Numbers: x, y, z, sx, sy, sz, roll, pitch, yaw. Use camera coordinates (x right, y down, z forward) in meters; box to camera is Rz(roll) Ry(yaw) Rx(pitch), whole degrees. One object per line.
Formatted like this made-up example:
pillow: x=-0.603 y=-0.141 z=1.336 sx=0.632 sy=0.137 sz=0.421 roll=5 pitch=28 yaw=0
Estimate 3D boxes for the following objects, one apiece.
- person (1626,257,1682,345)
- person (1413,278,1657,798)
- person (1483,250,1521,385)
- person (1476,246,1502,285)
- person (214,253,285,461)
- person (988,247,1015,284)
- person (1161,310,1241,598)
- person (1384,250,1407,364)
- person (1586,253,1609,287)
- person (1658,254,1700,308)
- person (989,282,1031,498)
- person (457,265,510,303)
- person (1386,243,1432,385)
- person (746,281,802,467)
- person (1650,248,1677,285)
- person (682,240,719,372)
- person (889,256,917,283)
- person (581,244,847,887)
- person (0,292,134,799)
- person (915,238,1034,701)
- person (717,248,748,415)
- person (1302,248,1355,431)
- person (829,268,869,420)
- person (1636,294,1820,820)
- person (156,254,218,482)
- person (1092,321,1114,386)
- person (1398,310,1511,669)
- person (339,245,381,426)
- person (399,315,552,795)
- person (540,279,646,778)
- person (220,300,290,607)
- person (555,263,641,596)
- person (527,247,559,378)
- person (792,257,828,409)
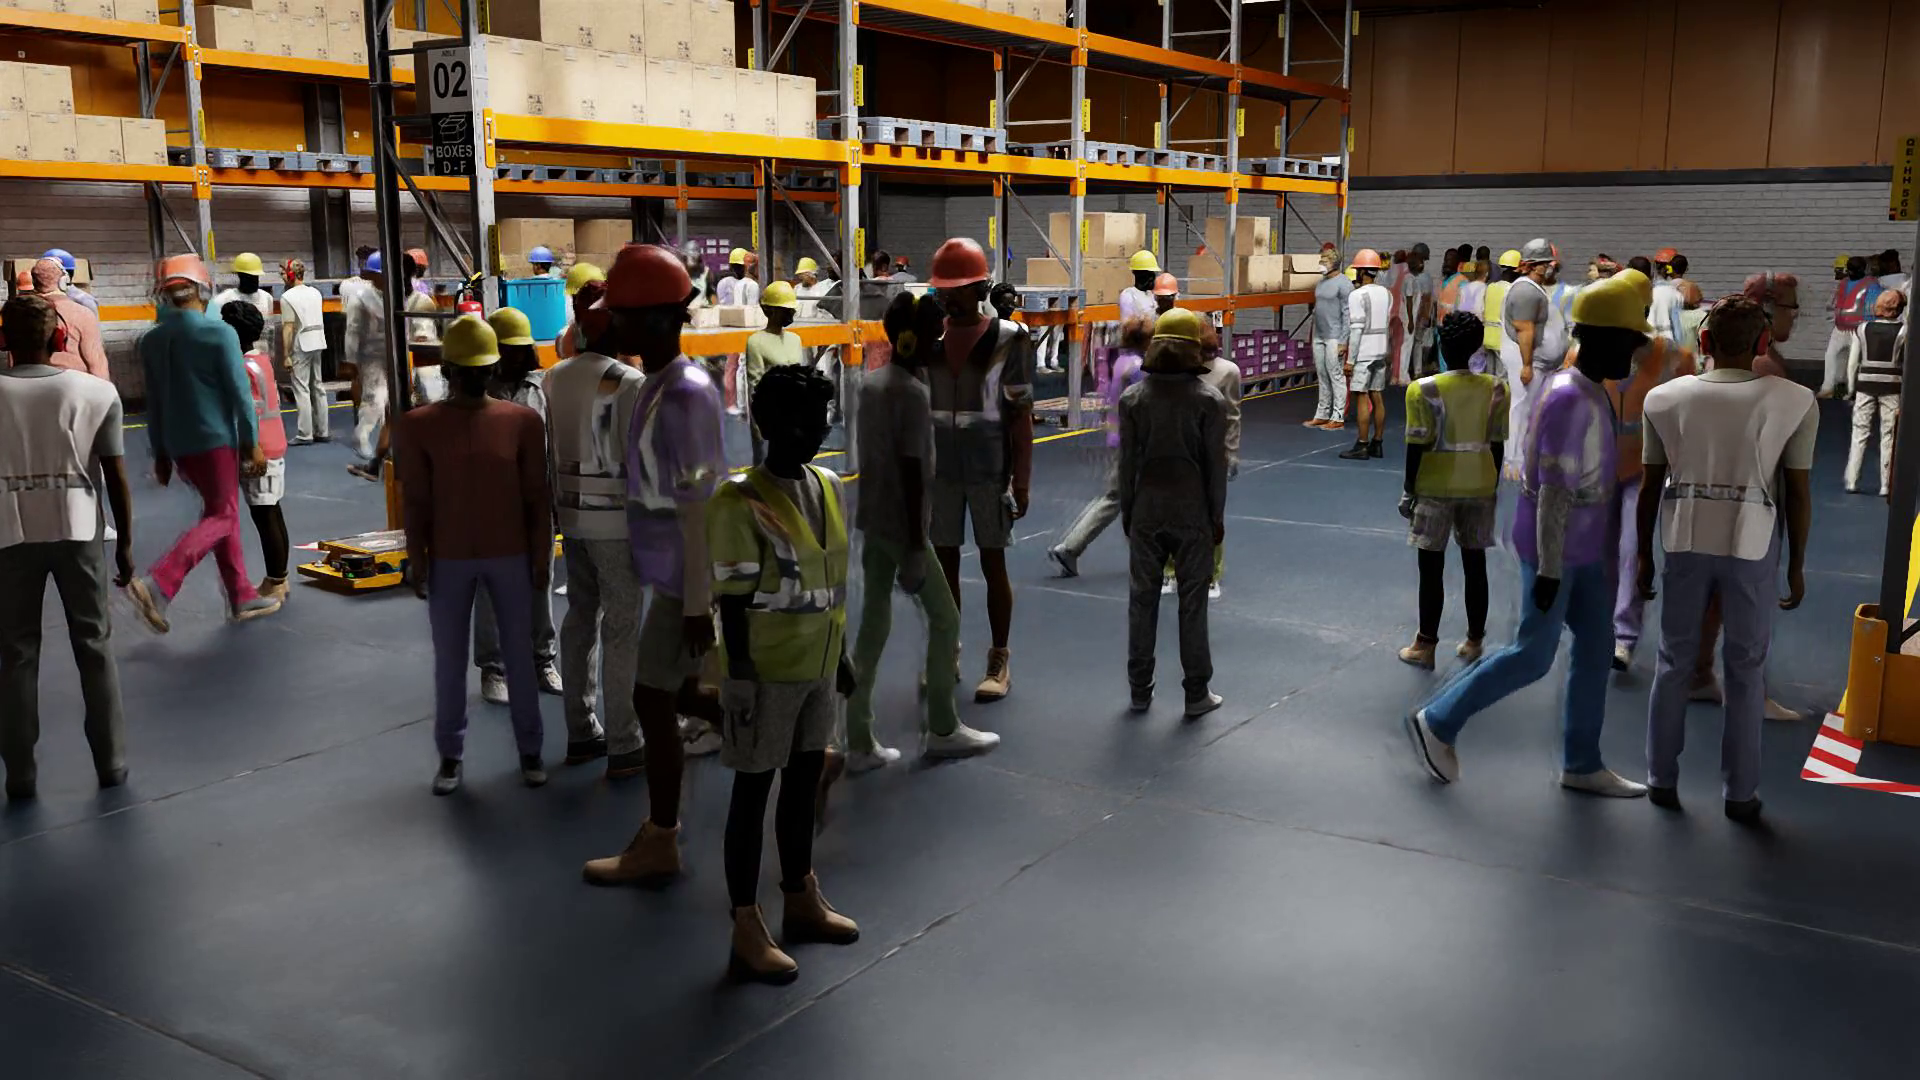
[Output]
person: x=6.478 y=-1.742 z=15.783 sx=0.605 sy=1.858 sz=0.835 roll=-4 pitch=11 yaw=-21
person: x=2.110 y=-0.003 z=6.048 sx=0.796 sy=1.895 sz=0.600 roll=7 pitch=12 yaw=33
person: x=5.582 y=-2.002 z=17.079 sx=0.391 sy=1.919 sz=0.581 roll=-4 pitch=11 yaw=-20
person: x=8.366 y=-3.734 z=26.636 sx=0.625 sy=1.933 sz=0.374 roll=-4 pitch=11 yaw=-22
person: x=-6.383 y=-1.626 z=14.994 sx=0.623 sy=1.901 sz=0.606 roll=7 pitch=12 yaw=35
person: x=0.544 y=-3.013 z=22.584 sx=0.406 sy=1.947 sz=0.606 roll=1 pitch=10 yaw=8
person: x=1.335 y=-0.486 z=9.459 sx=0.506 sy=1.631 sz=0.268 roll=3 pitch=11 yaw=17
person: x=7.155 y=-3.798 z=27.187 sx=0.586 sy=1.875 sz=0.428 roll=2 pitch=10 yaw=9
person: x=10.287 y=-3.669 z=26.623 sx=0.631 sy=1.813 sz=0.480 roll=0 pitch=10 yaw=-1
person: x=8.137 y=-2.318 z=18.983 sx=0.509 sy=1.863 sz=0.326 roll=0 pitch=10 yaw=2
person: x=0.330 y=-1.142 z=12.911 sx=0.532 sy=1.696 sz=0.319 roll=-6 pitch=12 yaw=-32
person: x=-5.221 y=-2.237 z=18.396 sx=0.639 sy=1.910 sz=0.406 roll=-5 pitch=11 yaw=-25
person: x=6.337 y=-3.200 z=23.364 sx=0.817 sy=2.000 sz=0.739 roll=-7 pitch=12 yaw=-33
person: x=-1.170 y=-0.784 z=10.755 sx=0.340 sy=1.762 sz=0.525 roll=7 pitch=12 yaw=33
person: x=8.178 y=-2.434 z=19.437 sx=0.386 sy=1.929 sz=0.543 roll=3 pitch=11 yaw=14
person: x=-3.431 y=-2.838 z=21.357 sx=0.705 sy=2.000 sz=0.536 roll=0 pitch=10 yaw=-1
person: x=-0.985 y=-3.948 z=28.307 sx=0.564 sy=1.748 sz=0.339 roll=1 pitch=10 yaw=3
person: x=-0.787 y=0.090 z=5.229 sx=0.796 sy=2.020 sz=0.610 roll=-3 pitch=11 yaw=-15
person: x=-3.326 y=0.025 z=6.076 sx=0.562 sy=1.835 sz=0.396 roll=-6 pitch=12 yaw=-28
person: x=0.017 y=-0.300 z=7.334 sx=0.611 sy=2.032 sz=0.411 roll=4 pitch=11 yaw=20
person: x=-2.558 y=-2.428 z=19.399 sx=0.369 sy=1.925 sz=0.595 roll=8 pitch=13 yaw=37
person: x=3.943 y=-2.134 z=17.741 sx=0.359 sy=1.937 sz=0.635 roll=-4 pitch=11 yaw=-21
person: x=-1.135 y=-2.185 z=18.117 sx=0.598 sy=1.908 sz=0.401 roll=-4 pitch=11 yaw=-23
person: x=2.661 y=0.065 z=5.844 sx=0.560 sy=1.836 sz=0.394 roll=6 pitch=12 yaw=32
person: x=-6.416 y=-1.443 z=13.997 sx=0.407 sy=1.908 sz=0.641 roll=1 pitch=10 yaw=8
person: x=2.056 y=-2.982 z=22.914 sx=0.526 sy=1.768 sz=0.331 roll=-4 pitch=11 yaw=-21
person: x=2.326 y=-0.230 z=7.862 sx=0.535 sy=1.697 sz=0.318 roll=-2 pitch=10 yaw=-12
person: x=-6.432 y=-2.213 z=18.101 sx=0.363 sy=1.962 sz=0.612 roll=7 pitch=12 yaw=32
person: x=-1.752 y=0.064 z=6.070 sx=0.529 sy=1.758 sz=0.345 roll=-3 pitch=11 yaw=-18
person: x=-1.344 y=-0.040 z=6.309 sx=0.575 sy=1.880 sz=0.351 roll=9 pitch=13 yaw=39
person: x=-3.890 y=-0.469 z=9.179 sx=0.322 sy=1.696 sz=0.536 roll=-2 pitch=10 yaw=-12
person: x=-2.081 y=-0.668 z=9.740 sx=0.592 sy=1.902 sz=0.856 roll=4 pitch=11 yaw=20
person: x=-4.509 y=-2.215 z=18.157 sx=0.401 sy=1.949 sz=0.605 roll=3 pitch=11 yaw=17
person: x=-1.771 y=-2.466 z=19.927 sx=0.613 sy=1.821 sz=0.416 roll=8 pitch=13 yaw=37
